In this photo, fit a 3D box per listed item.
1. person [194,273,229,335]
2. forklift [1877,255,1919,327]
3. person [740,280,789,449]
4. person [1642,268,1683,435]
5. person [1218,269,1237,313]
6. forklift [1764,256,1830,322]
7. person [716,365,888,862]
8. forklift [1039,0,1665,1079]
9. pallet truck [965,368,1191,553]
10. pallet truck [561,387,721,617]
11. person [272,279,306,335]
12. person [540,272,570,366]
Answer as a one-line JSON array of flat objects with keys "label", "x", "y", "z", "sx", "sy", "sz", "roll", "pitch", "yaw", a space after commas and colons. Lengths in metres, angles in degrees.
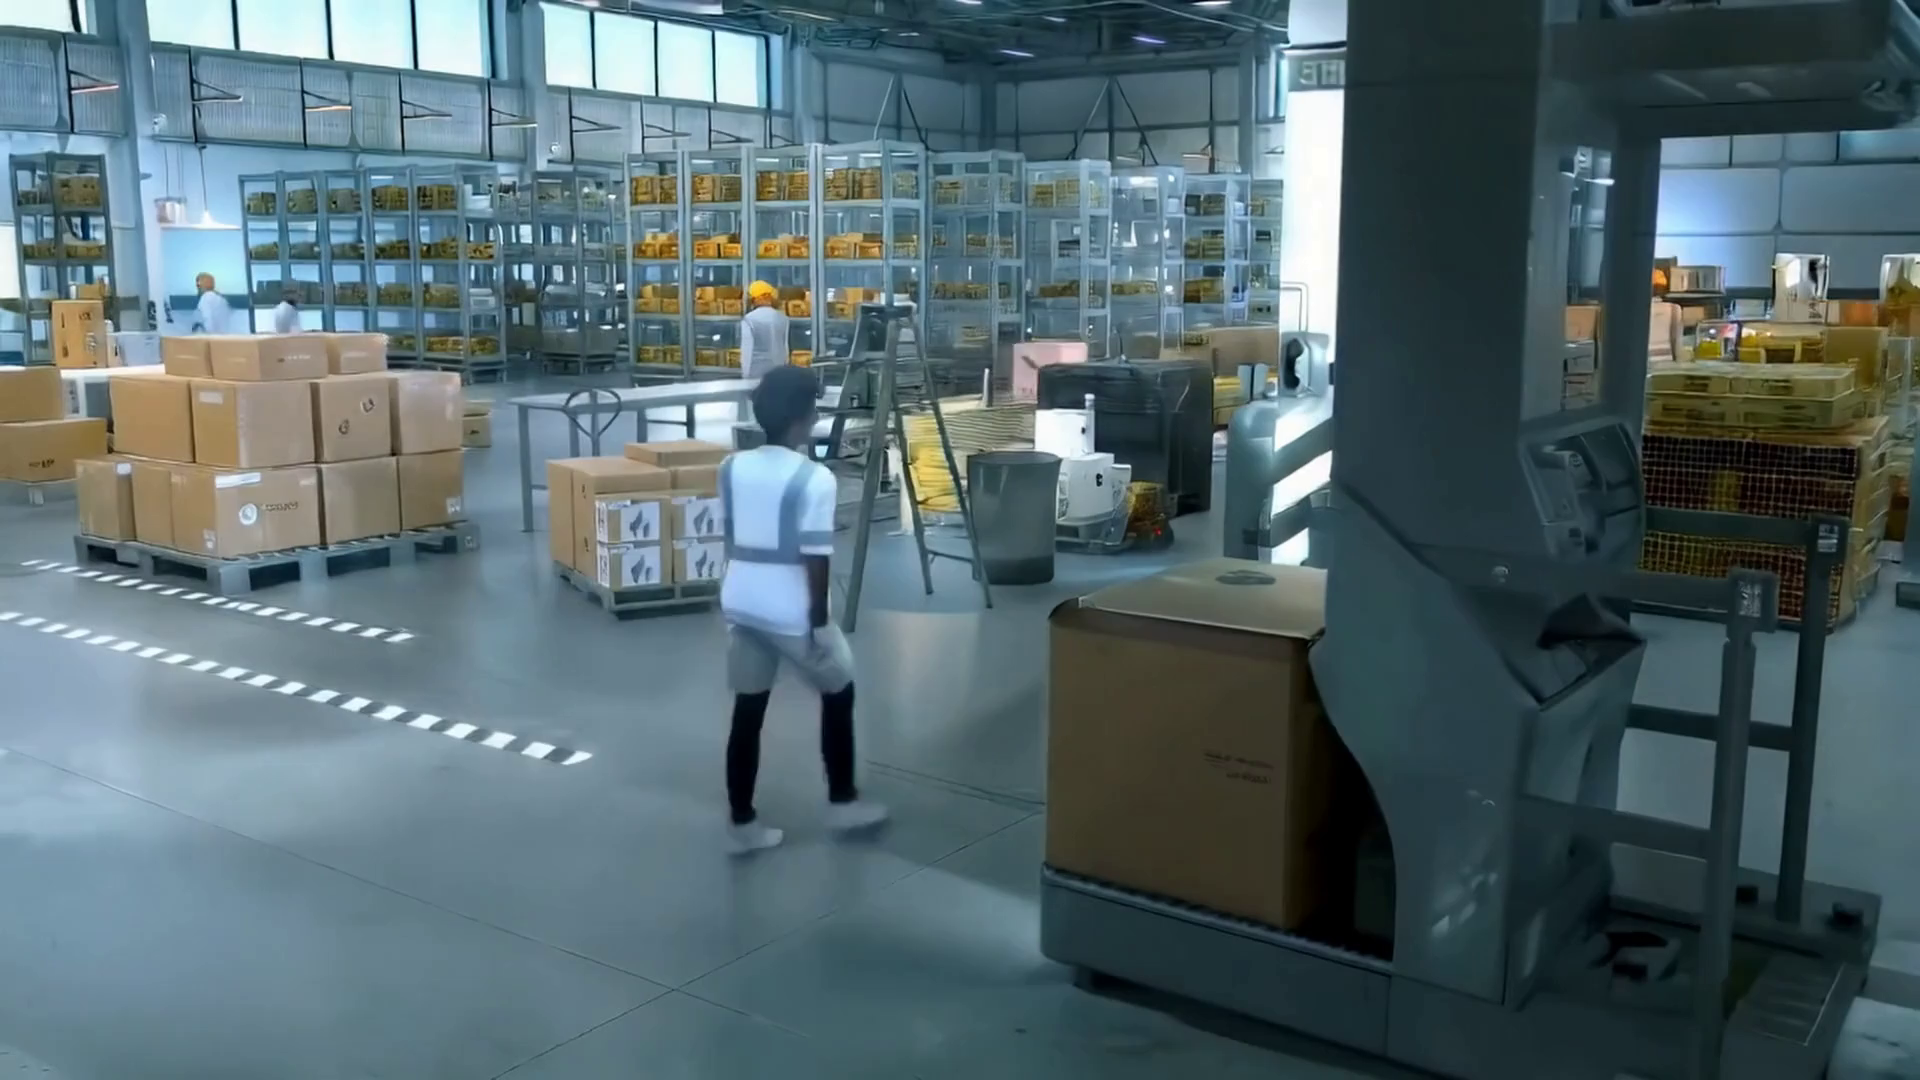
[{"label": "person", "x": -9.544, "y": -2.498, "z": 21.415, "sx": 0.836, "sy": 1.878, "sz": 0.641, "roll": 0, "pitch": 10, "yaw": -1}, {"label": "forklift", "x": 22.089, "y": -5.634, "z": 38.796, "sx": 1.157, "sy": 1.987, "sz": 2.680, "roll": 6, "pitch": 11, "yaw": 33}, {"label": "person", "x": -2.000, "y": -1.707, "z": 16.829, "sx": 0.403, "sy": 1.827, "sz": 0.600, "roll": 9, "pitch": 13, "yaw": 43}, {"label": "person", "x": 6.834, "y": -1.710, "z": 16.496, "sx": 0.603, "sy": 1.949, "sz": 0.397, "roll": 0, "pitch": 10, "yaw": 1}, {"label": "person", "x": 7.637, "y": -6.951, "z": 47.864, "sx": 0.625, "sy": 1.916, "sz": 1.082, "roll": -6, "pitch": 11, "yaw": -31}, {"label": "forklift", "x": 20.253, "y": -5.854, "z": 40.139, "sx": 1.157, "sy": 1.987, "sz": 2.680, "roll": 7, "pitch": 12, "yaw": 35}, {"label": "person", "x": -0.554, "y": 0.241, "z": 5.718, "sx": 0.540, "sy": 1.671, "sz": 0.715, "roll": 6, "pitch": 11, "yaw": 33}, {"label": "forklift", "x": 1.249, "y": -0.137, "z": 4.360, "sx": 1.873, "sy": 2.768, "sz": 1.129, "roll": 7, "pitch": 12, "yaw": 35}, {"label": "pallet truck", "x": 0.845, "y": -0.609, "z": 11.869, "sx": 1.630, "sy": 1.274, "sz": 0.653, "roll": 7, "pitch": 12, "yaw": 35}, {"label": "pallet truck", "x": -1.981, "y": -0.274, "z": 10.088, "sx": 0.680, "sy": 1.201, "sz": 1.601, "roll": -5, "pitch": 11, "yaw": -28}, {"label": "person", "x": -7.628, "y": -2.066, "z": 19.018, "sx": 0.516, "sy": 1.810, "sz": 0.567, "roll": -2, "pitch": 10, "yaw": -12}, {"label": "person", "x": -7.830, "y": -4.248, "z": 32.057, "sx": 0.672, "sy": 1.819, "sz": 0.408, "roll": 0, "pitch": 10, "yaw": 2}]
